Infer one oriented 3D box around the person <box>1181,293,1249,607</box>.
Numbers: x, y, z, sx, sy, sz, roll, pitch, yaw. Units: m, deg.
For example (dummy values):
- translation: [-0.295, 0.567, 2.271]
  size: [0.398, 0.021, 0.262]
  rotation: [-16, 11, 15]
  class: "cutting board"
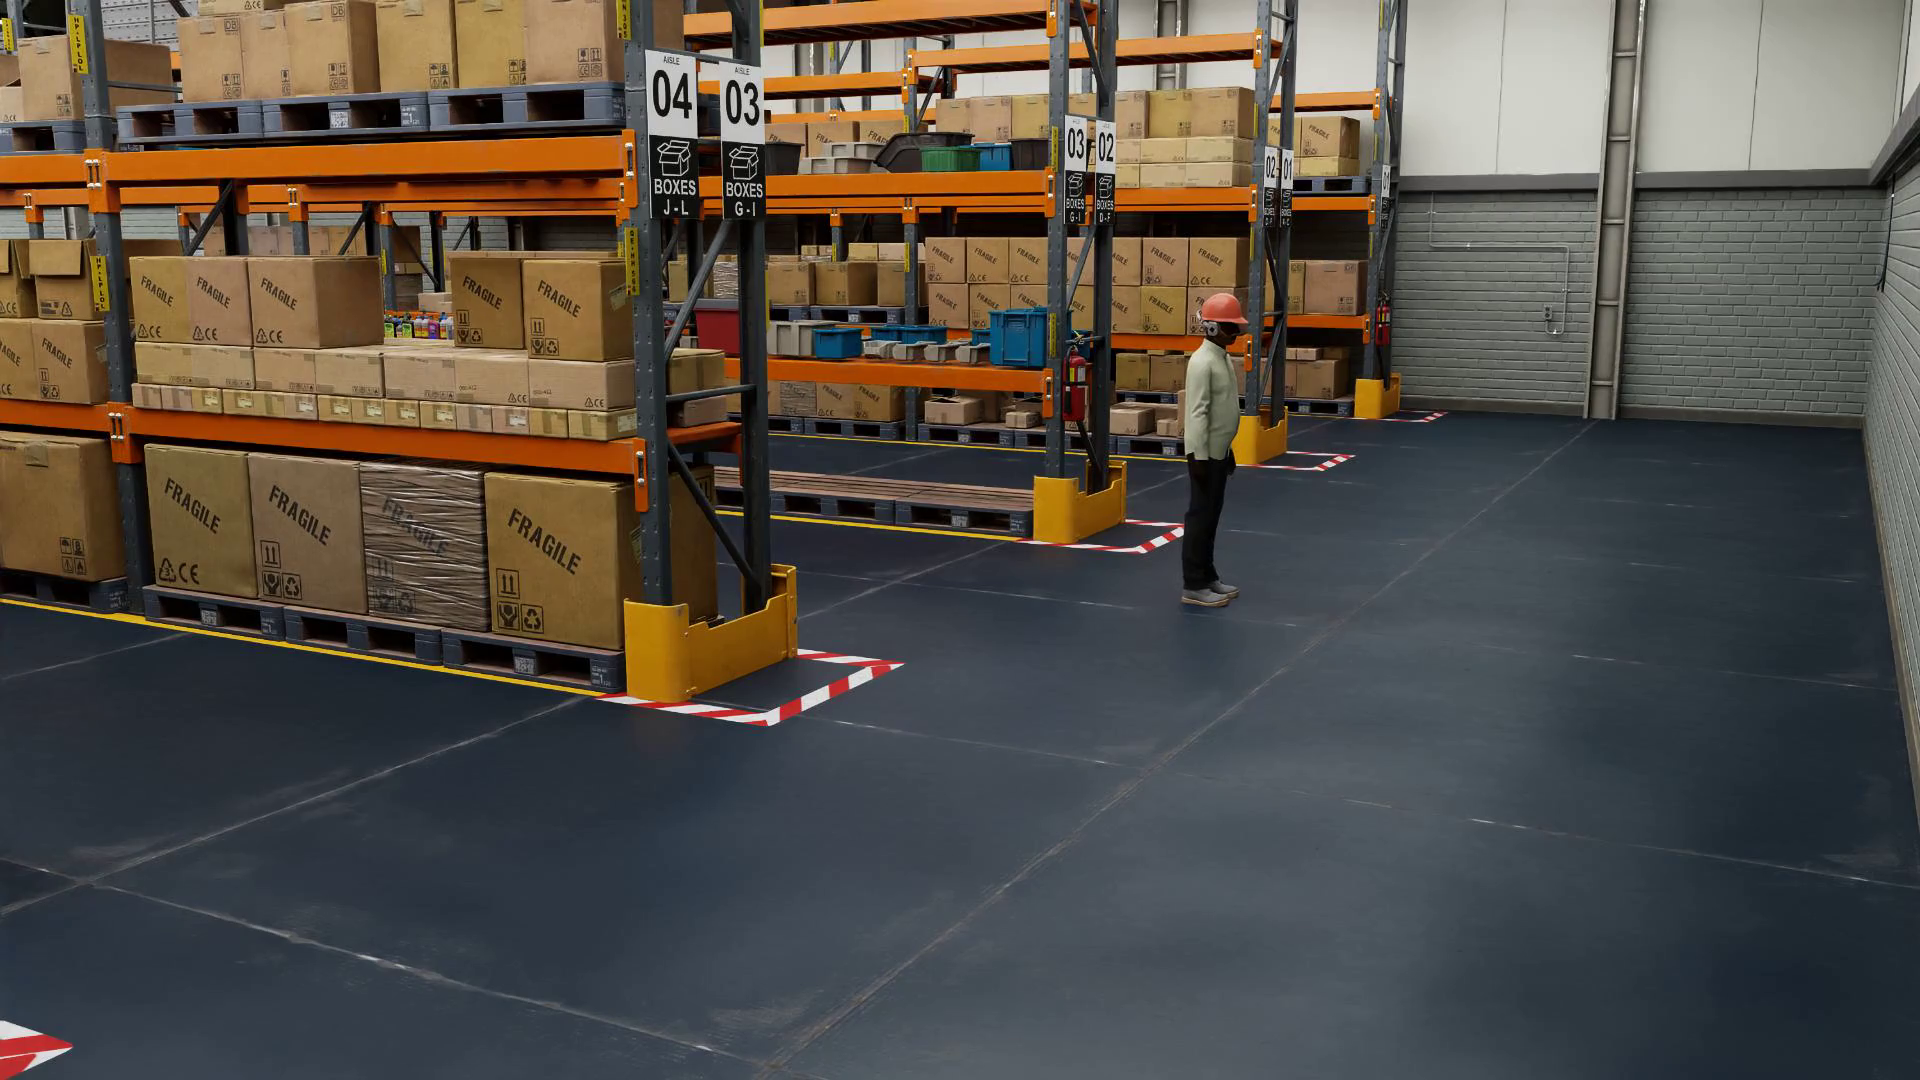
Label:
- translation: [1.622, -0.573, 10.619]
  size: [0.403, 1.987, 0.610]
  rotation: [4, 11, 22]
  class: "person"
